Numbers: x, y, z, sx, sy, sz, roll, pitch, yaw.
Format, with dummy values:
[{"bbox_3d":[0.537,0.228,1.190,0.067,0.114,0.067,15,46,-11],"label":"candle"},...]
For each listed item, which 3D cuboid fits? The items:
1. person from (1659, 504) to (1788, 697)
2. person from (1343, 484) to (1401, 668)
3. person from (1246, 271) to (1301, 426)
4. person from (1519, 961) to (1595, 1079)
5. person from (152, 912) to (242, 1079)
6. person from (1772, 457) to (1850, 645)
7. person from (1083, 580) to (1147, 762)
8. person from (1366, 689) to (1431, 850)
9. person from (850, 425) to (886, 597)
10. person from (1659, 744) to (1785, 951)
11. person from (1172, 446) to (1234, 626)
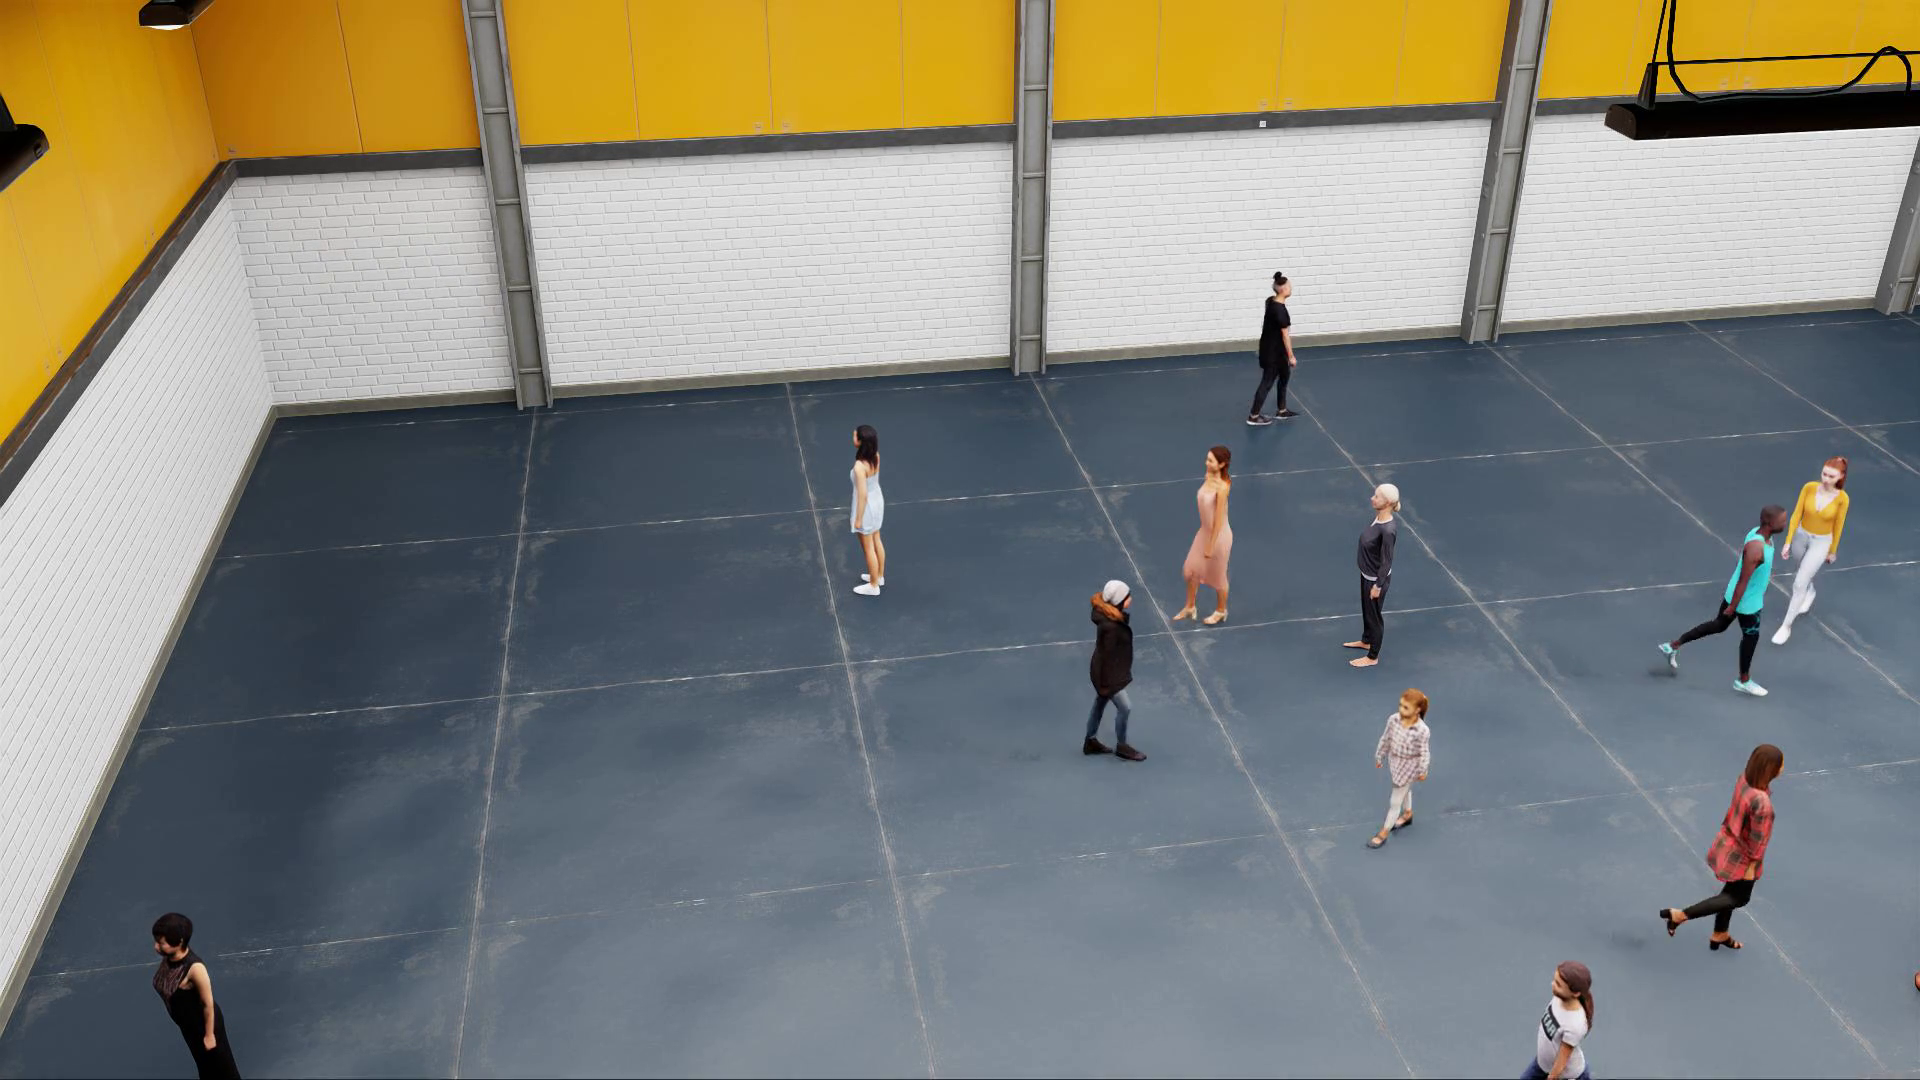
[{"bbox_3d":[6.540,0.482,14.115,1.233,1.778,1.075,12,31,21],"label":"person"},{"bbox_3d":[3.637,0.283,14.533,0.585,1.726,0.649,1,29,2],"label":"person"},{"bbox_3d":[3.487,-2.154,18.878,0.923,1.844,0.779,1,29,2],"label":"person"},{"bbox_3d":[3.535,3.079,9.623,1.088,1.521,0.701,1,29,2],"label":"person"},{"bbox_3d":[-4.544,2.862,9.933,0.646,1.604,0.702,19,34,31],"label":"person"},{"bbox_3d":[7.712,0.024,15.033,1.258,1.702,1.008,-25,37,-38],"label":"person"},{"bbox_3d":[1.124,1.037,13.261,0.824,1.621,0.735,2,29,4],"label":"person"},{"bbox_3d":[3.379,1.654,12.482,0.902,1.285,0.755,-20,34,-32],"label":"person"},{"bbox_3d":[-0.860,-0.290,15.581,0.679,1.730,0.672,9,30,16],"label":"person"},{"bbox_3d":[5.175,2.106,11.233,0.940,1.685,0.758,4,29,7],"label":"person"},{"bbox_3d":[2.377,-0.026,15.005,0.757,1.817,0.655,-8,30,-14],"label":"person"}]
